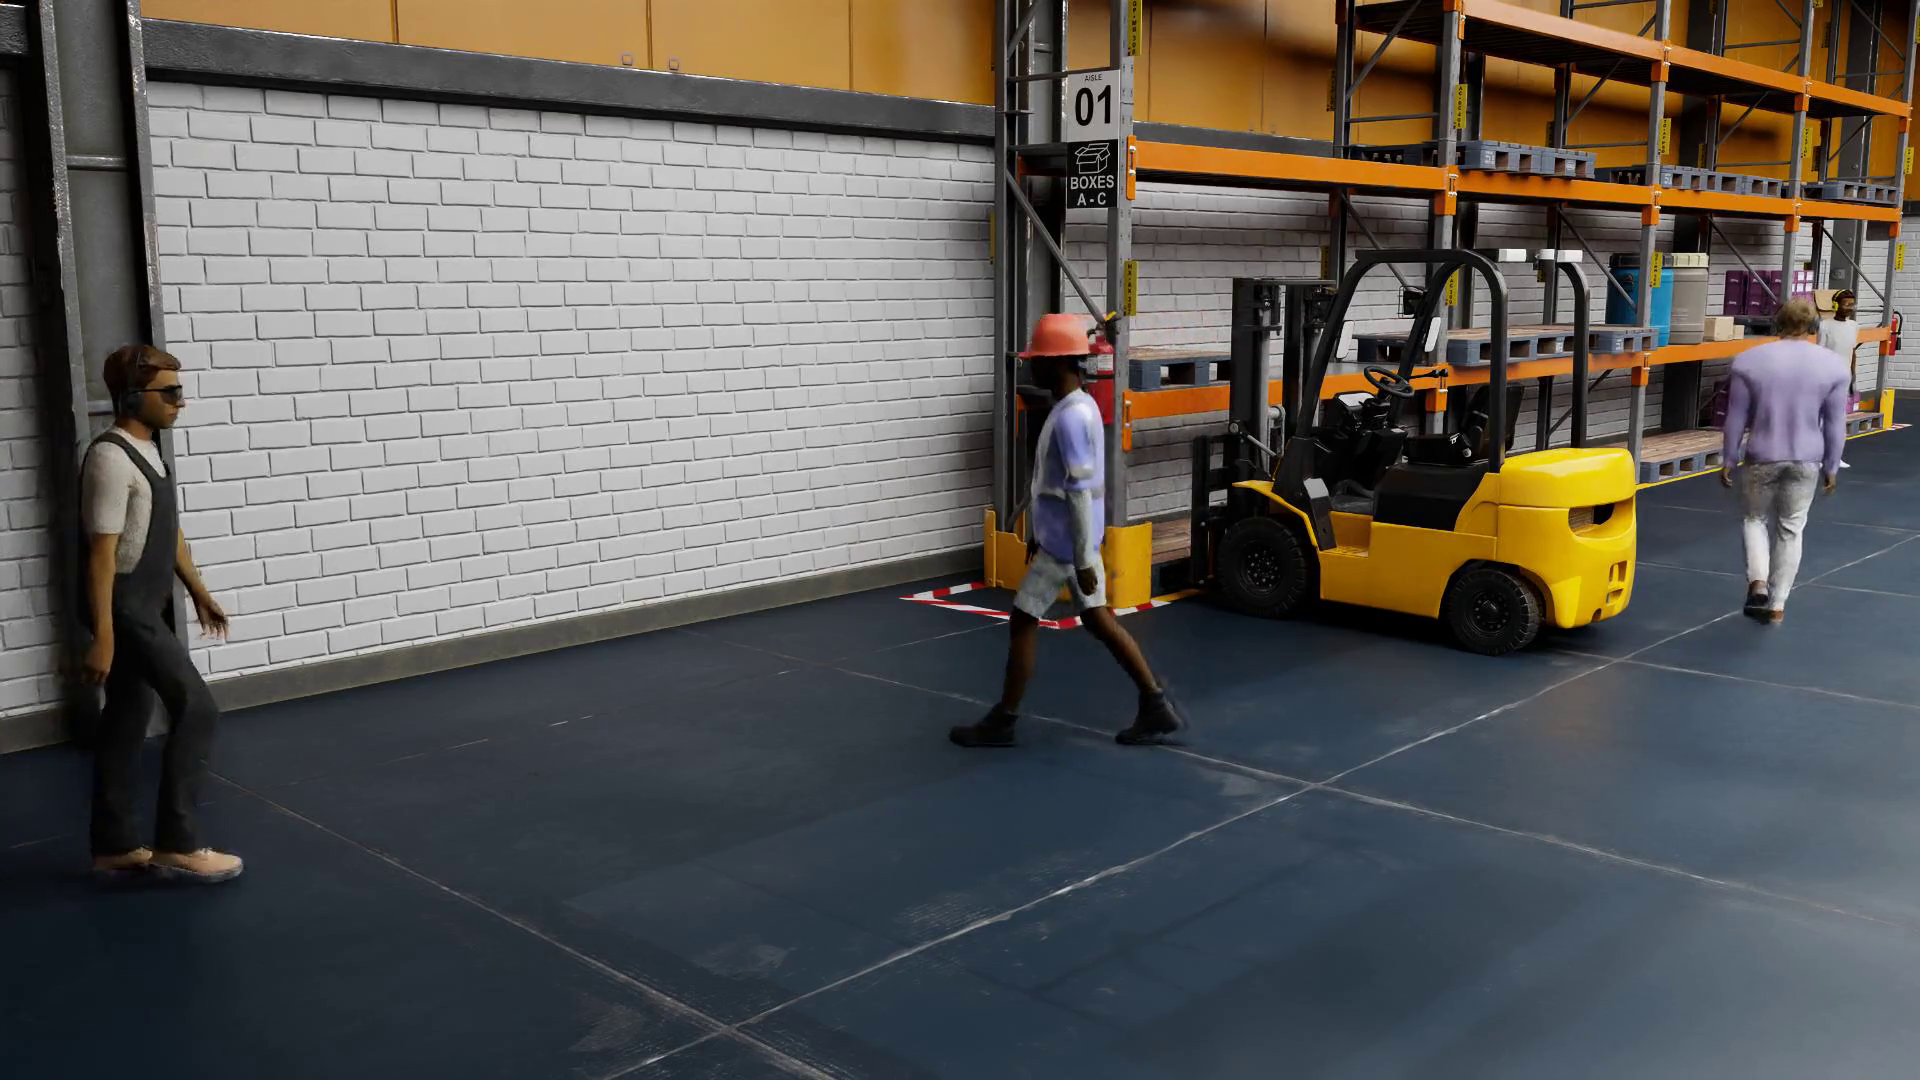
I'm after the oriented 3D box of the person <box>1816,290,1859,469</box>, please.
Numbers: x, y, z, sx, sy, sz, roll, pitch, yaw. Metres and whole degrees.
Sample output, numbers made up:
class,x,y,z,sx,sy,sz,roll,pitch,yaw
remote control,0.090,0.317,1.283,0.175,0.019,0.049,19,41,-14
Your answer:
class,x,y,z,sx,sy,sz,roll,pitch,yaw
person,9.090,-1.664,17.288,0.505,1.860,0.320,-2,10,-13

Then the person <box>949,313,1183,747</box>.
class,x,y,z,sx,sy,sz,roll,pitch,yaw
person,0.494,-0.022,7.129,0.992,1.896,0.547,2,9,11

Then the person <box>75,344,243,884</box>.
class,x,y,z,sx,sy,sz,roll,pitch,yaw
person,-2.678,0.260,5.575,0.643,1.820,0.518,-4,10,-21

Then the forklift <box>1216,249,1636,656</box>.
class,x,y,z,sx,sy,sz,roll,pitch,yaw
forklift,2.710,-0.584,9.626,2.313,2.155,1.214,9,13,43

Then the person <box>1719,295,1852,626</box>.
class,x,y,z,sx,sy,sz,roll,pitch,yaw
person,4.763,-0.452,9.641,0.651,1.922,0.443,4,10,24
